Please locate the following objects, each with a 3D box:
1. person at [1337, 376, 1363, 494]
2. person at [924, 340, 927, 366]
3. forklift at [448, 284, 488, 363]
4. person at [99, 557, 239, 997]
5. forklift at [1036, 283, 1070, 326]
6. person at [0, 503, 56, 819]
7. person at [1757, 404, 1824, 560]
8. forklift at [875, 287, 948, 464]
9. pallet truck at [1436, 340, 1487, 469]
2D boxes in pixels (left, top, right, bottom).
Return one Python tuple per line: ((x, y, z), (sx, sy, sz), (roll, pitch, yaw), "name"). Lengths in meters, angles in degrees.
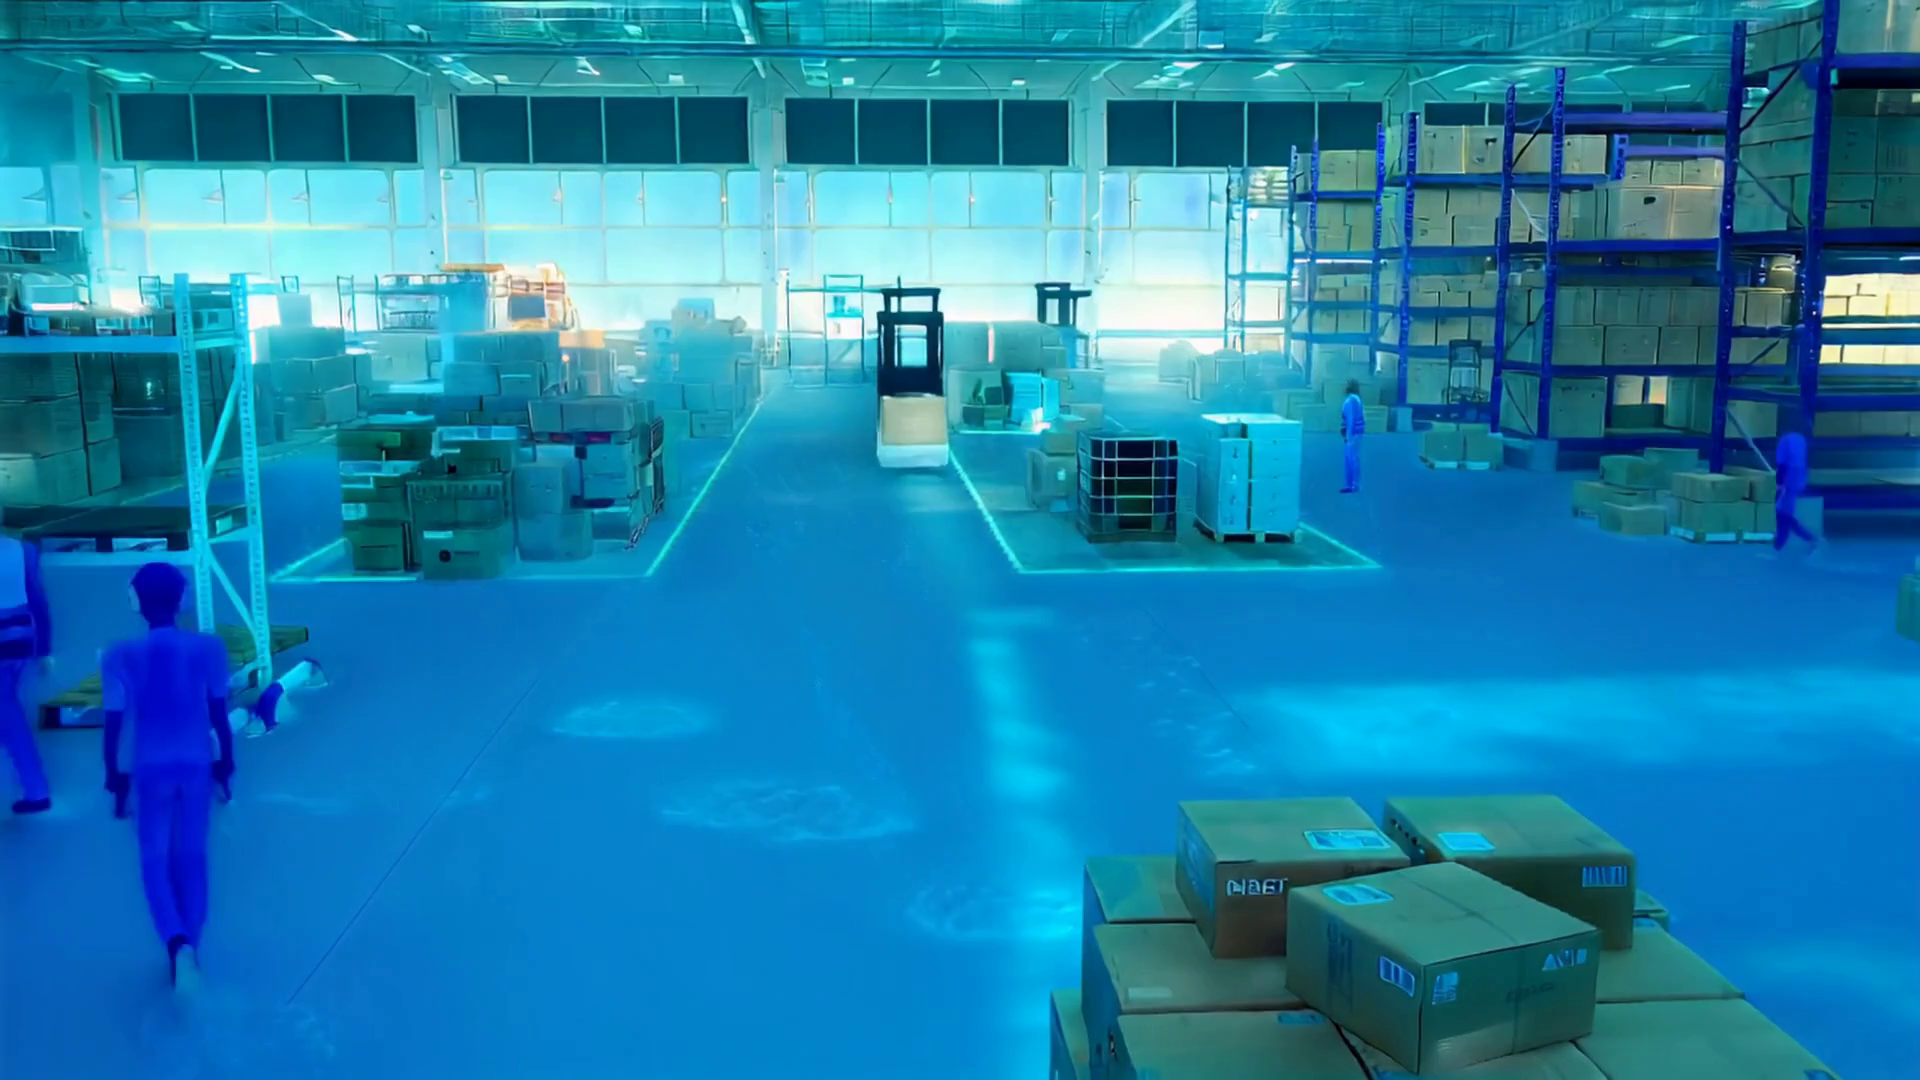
((5.429, -1.452, 23.044), (0.307, 1.637, 0.511), (4, 10, 24), "person")
((-0.546, -3.846, 37.136), (0.557, 1.934, 0.372), (-5, 10, -30), "person")
((-11.241, -4.489, 38.218), (1.873, 2.768, 1.129), (5, 10, 29), "forklift")
((-3.303, 0.997, 7.003), (0.517, 1.853, 0.694), (-6, 11, -34), "person")
((2.450, -5.458, 44.301), (1.129, 2.768, 1.873), (-7, 11, -38), "forklift")
((-5.484, 0.628, 9.321), (0.971, 1.833, 0.599), (3, 10, 20), "person")
((8.747, -0.583, 17.422), (0.594, 1.685, 0.547), (8, 12, 40), "person")
((-0.791, -2.696, 26.959), (1.129, 2.768, 1.873), (-1, 9, -5), "forklift")
((8.004, -2.170, 26.422), (0.823, 1.965, 1.885), (2, 9, 14), "pallet truck")
